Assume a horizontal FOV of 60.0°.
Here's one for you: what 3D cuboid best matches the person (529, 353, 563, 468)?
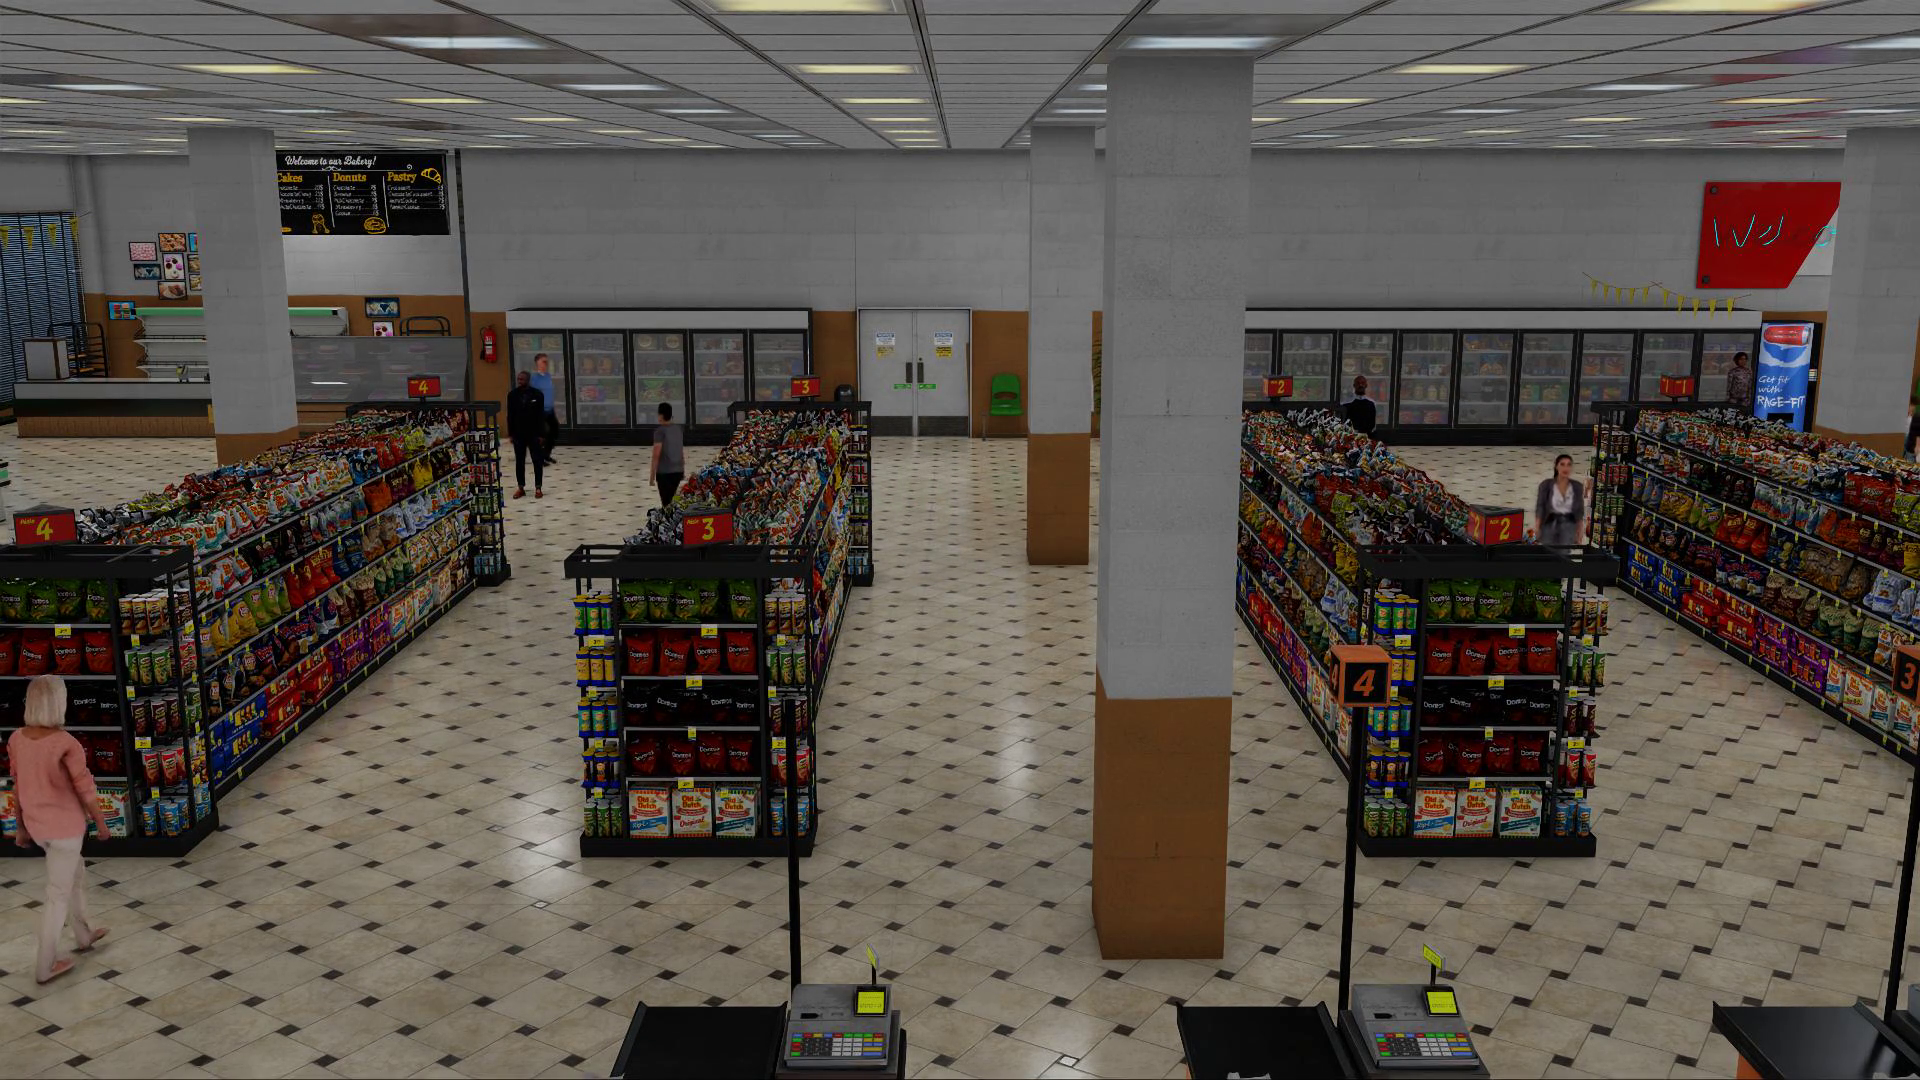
[{"bbox_3d":[-6.664,-2.055,26.287,0.834,1.799,0.702,5,13,21],"label":"person"}]

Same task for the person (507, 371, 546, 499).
[{"bbox_3d":[-6.154,-1.510,23.656,0.679,1.818,0.582,0,12,2],"label":"person"}]

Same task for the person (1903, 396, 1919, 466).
[{"bbox_3d":[13.579,-1.334,23.775,0.871,1.424,0.936,-6,13,-28],"label":"person"}]

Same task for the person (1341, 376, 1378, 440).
[{"bbox_3d":[5.481,-1.368,22.957,0.648,1.827,0.537,0,12,2],"label":"person"}]

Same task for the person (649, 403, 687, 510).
[{"bbox_3d":[-3.539,-0.825,20.574,0.823,1.748,0.716,7,14,30],"label":"person"}]

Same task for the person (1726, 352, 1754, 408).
[{"bbox_3d":[12.809,-2.247,27.406,0.564,1.713,0.550,0,12,2],"label":"person"}]

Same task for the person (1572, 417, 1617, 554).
[{"bbox_3d":[7.698,-0.606,19.740,0.971,1.662,1.012,6,14,28],"label":"person"}]

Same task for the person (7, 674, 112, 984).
[{"bbox_3d":[-5.029,1.607,9.131,0.722,1.702,0.894,3,12,14],"label":"person"}]

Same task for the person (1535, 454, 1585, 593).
[{"bbox_3d":[6.161,-0.073,17.190,0.653,1.670,0.610,2,12,8],"label":"person"}]
